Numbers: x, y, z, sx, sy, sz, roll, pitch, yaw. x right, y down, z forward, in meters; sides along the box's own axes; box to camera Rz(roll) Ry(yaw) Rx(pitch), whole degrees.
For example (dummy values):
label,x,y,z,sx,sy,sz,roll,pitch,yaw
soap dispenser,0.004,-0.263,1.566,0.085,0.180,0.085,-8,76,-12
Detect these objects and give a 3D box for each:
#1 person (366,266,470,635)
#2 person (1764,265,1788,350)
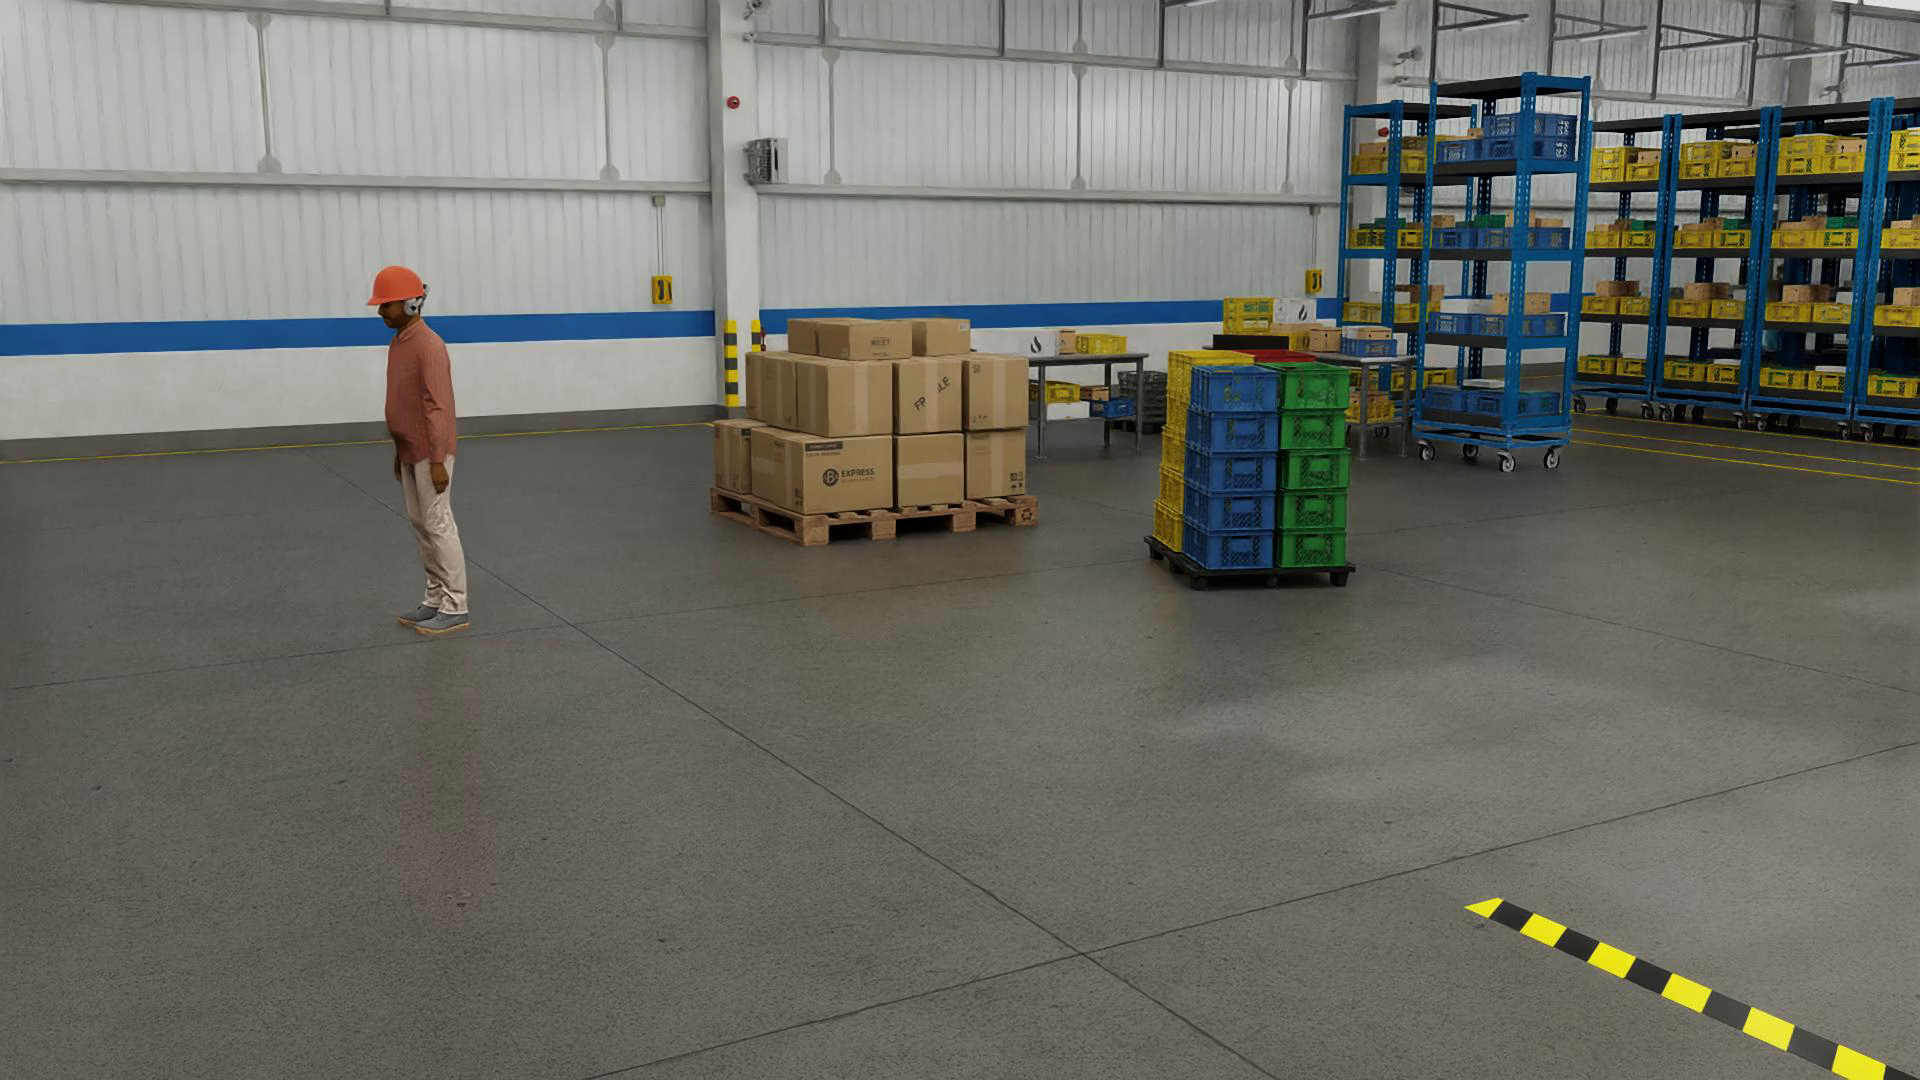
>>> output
label,x,y,z,sx,sy,sz,roll,pitch,yaw
person,-2.918,-0.471,8.920,0.434,1.976,0.613,-7,12,-35
person,12.397,-3.228,24.995,0.915,1.812,0.578,-4,11,-19
